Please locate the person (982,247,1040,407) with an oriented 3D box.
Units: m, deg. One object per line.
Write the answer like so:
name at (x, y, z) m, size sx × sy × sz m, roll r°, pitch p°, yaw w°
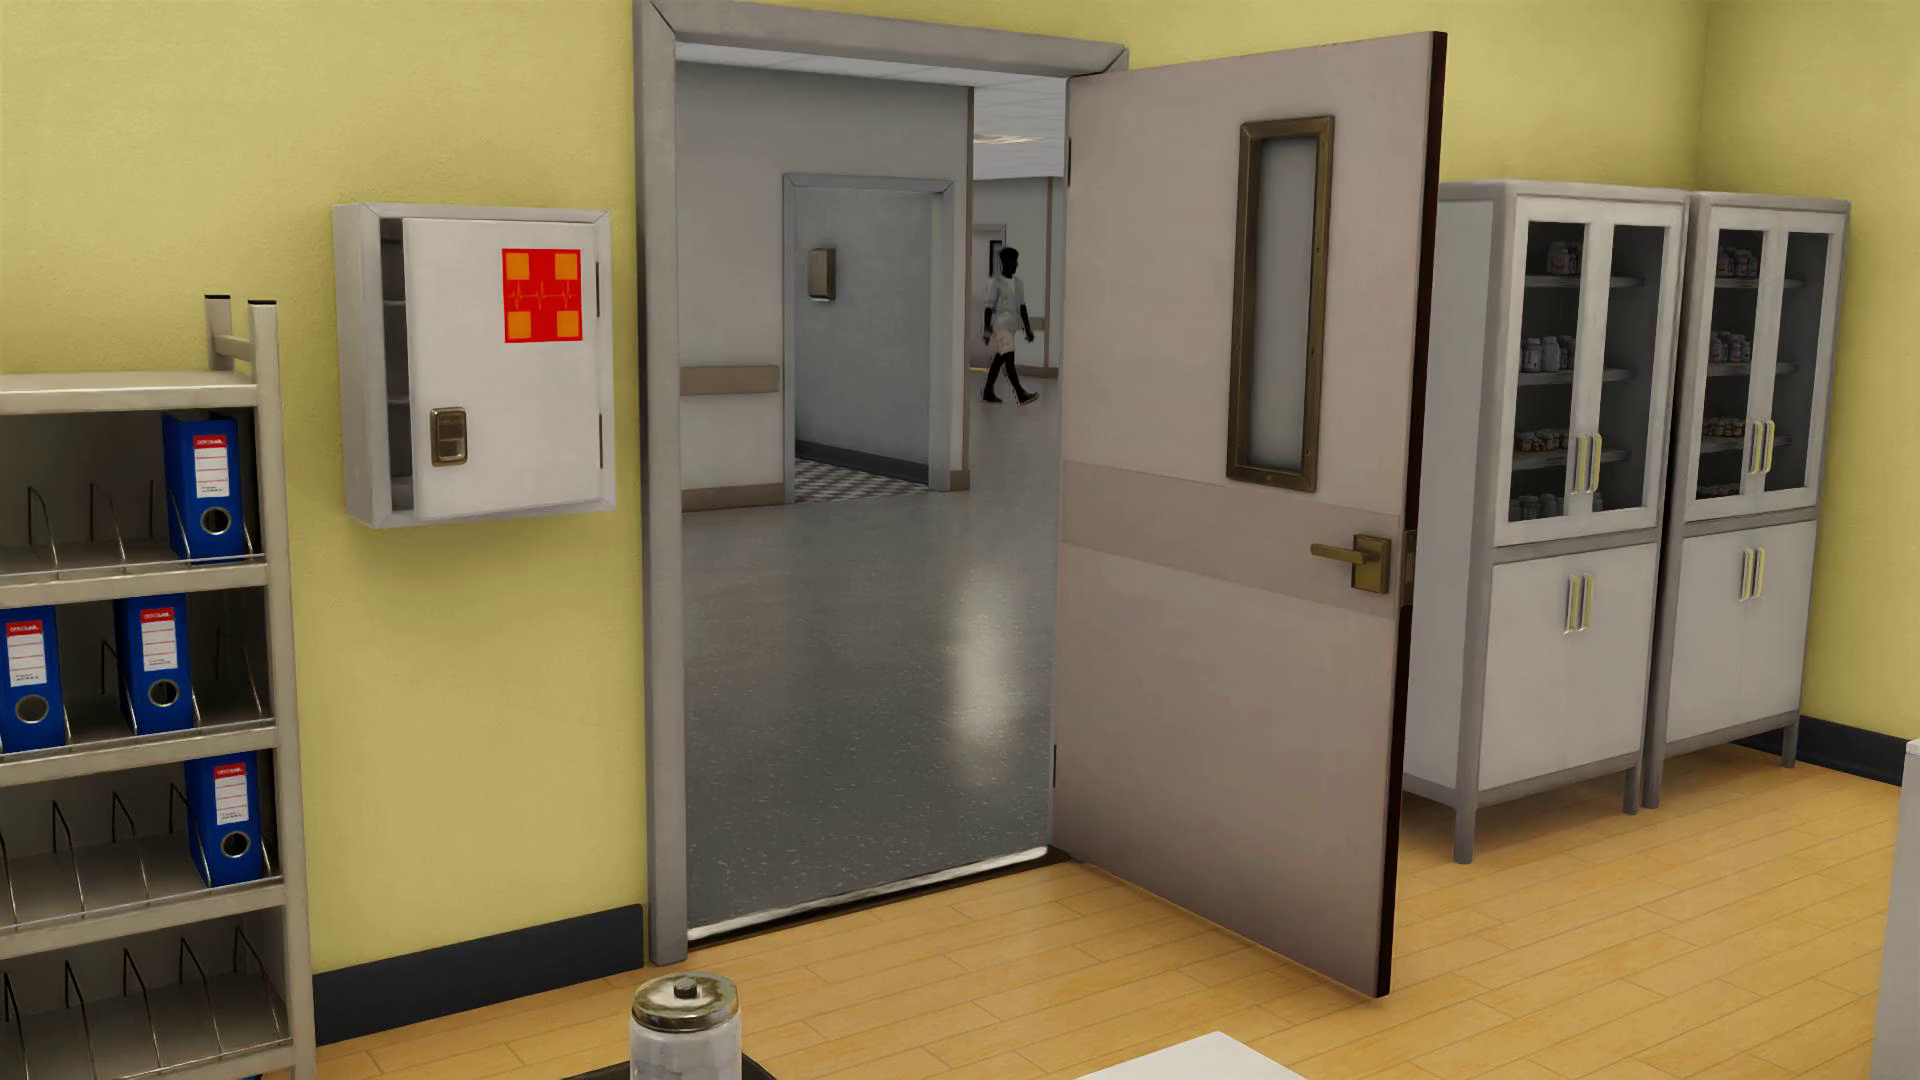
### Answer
person at (0.632, -2.574, 20.161) m, size 0.999 × 1.912 × 0.614 m, roll 8°, pitch 12°, yaw 35°
